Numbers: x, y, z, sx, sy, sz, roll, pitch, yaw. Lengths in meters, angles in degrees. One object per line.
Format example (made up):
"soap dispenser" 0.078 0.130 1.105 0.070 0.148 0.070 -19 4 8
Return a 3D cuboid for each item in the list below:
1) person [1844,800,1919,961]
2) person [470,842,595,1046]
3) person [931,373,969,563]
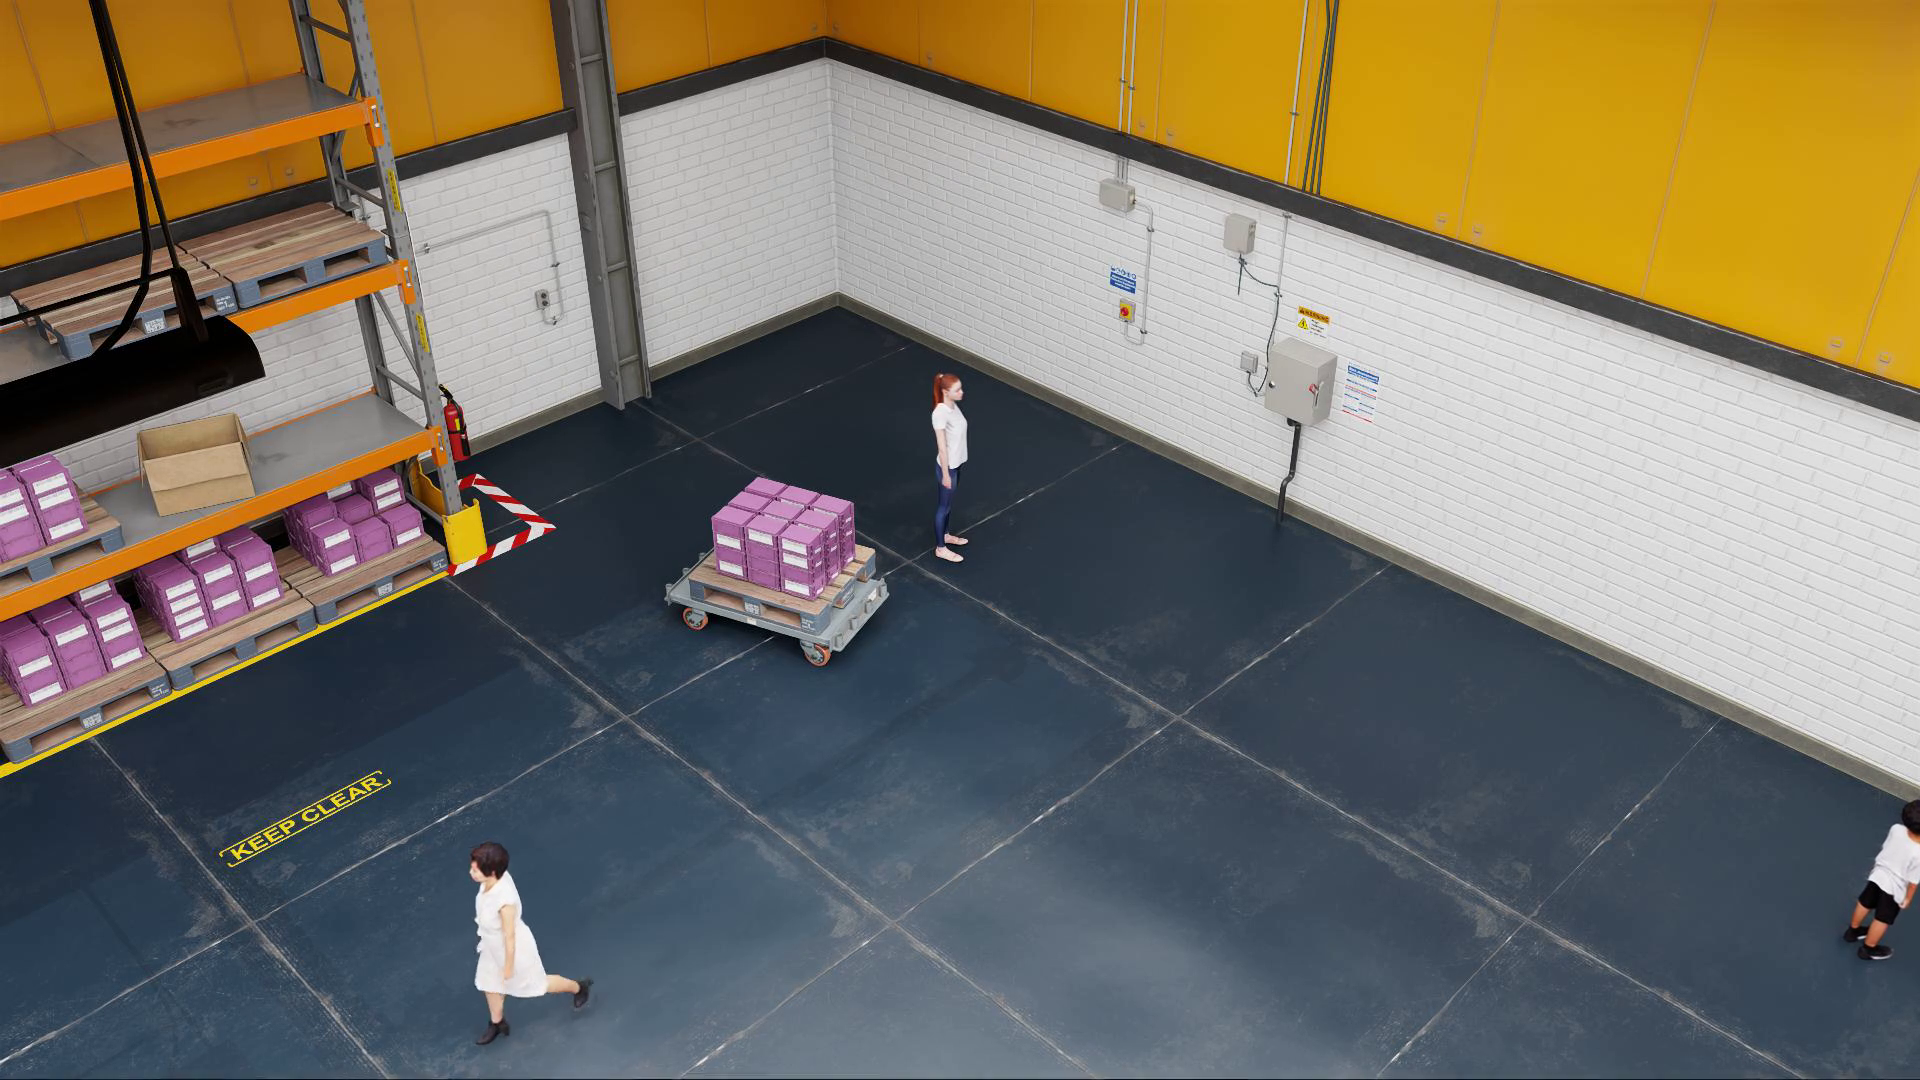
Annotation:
"person" 5.873 2.131 10.484 0.606 1.256 0.563 -7 34 -10
"person" -2.590 2.383 9.860 1.025 1.527 0.684 -20 39 -28
"person" -0.110 -0.643 14.219 0.711 1.740 0.625 6 34 9
